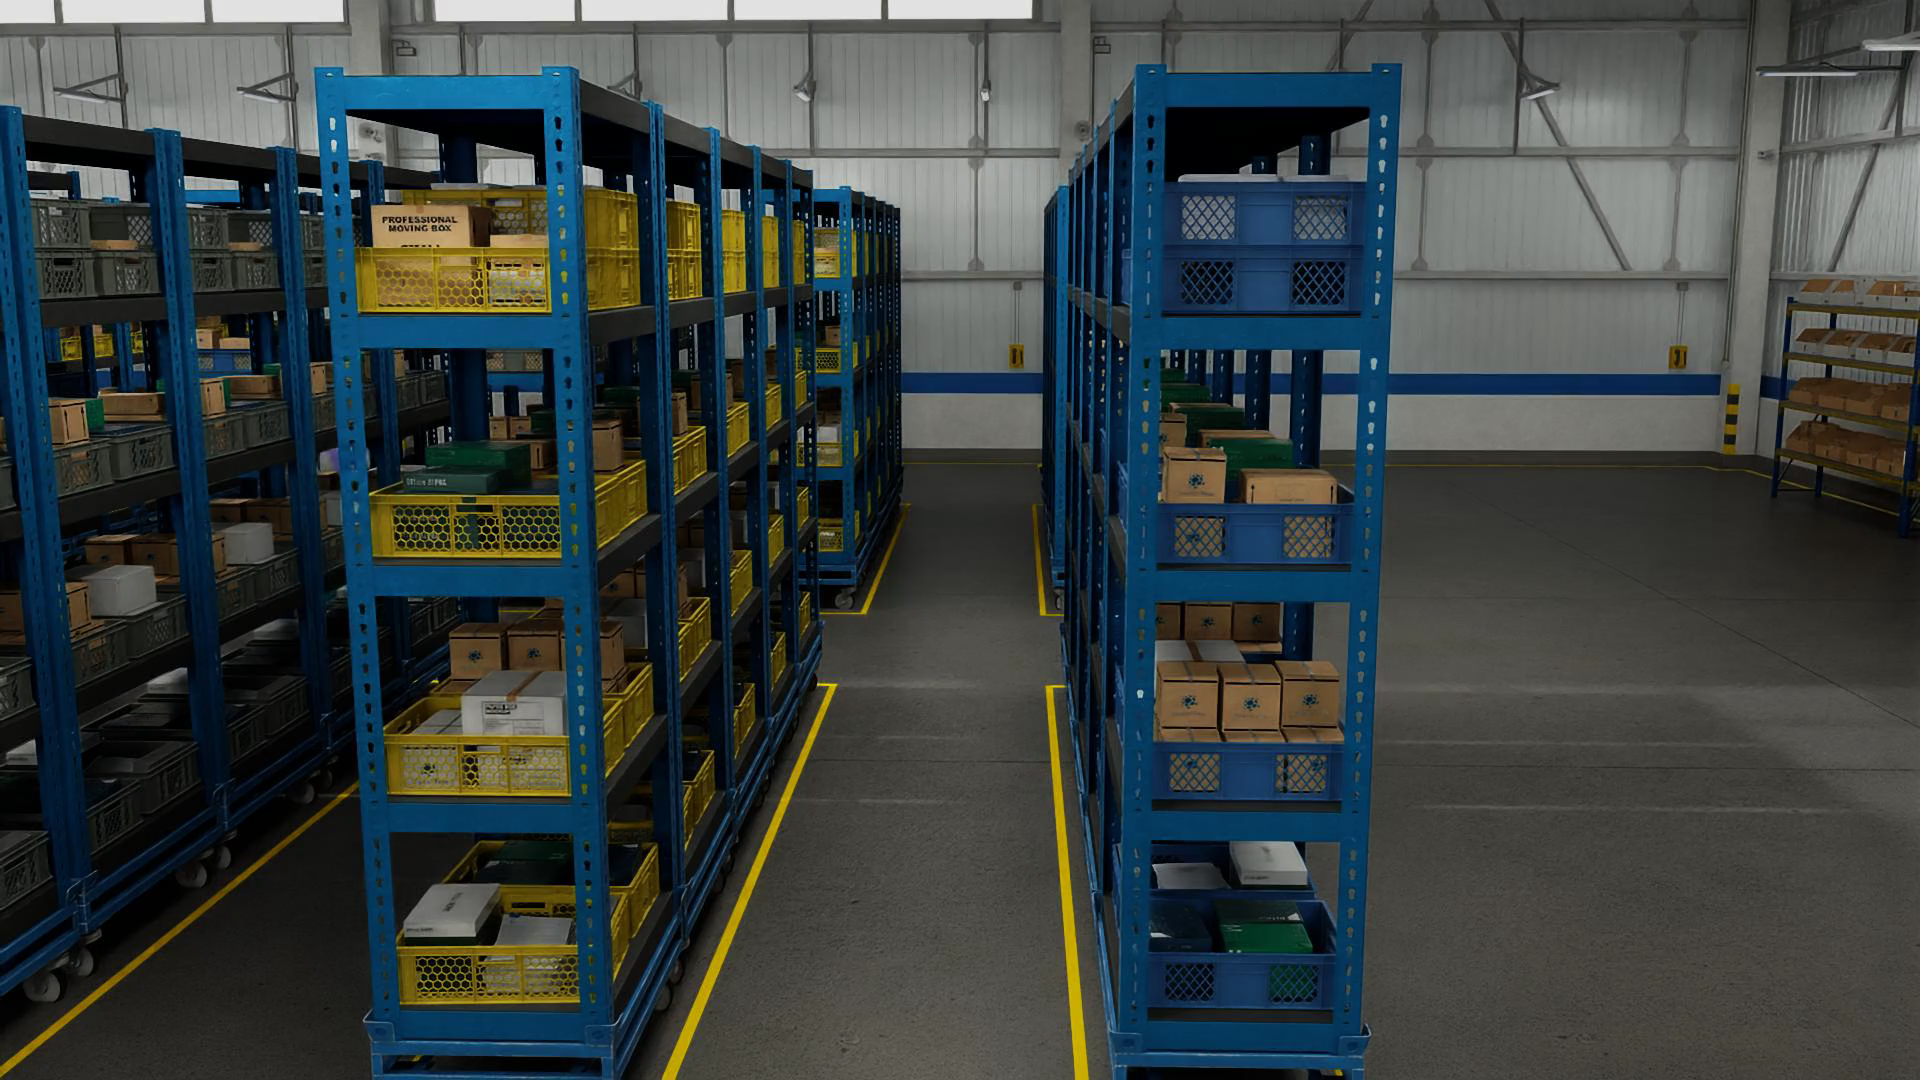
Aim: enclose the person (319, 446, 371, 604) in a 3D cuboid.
[{"bbox_3d":[-4.937,-0.188,13.678,0.950,1.792,0.594,2,10,11],"label":"person"}]
